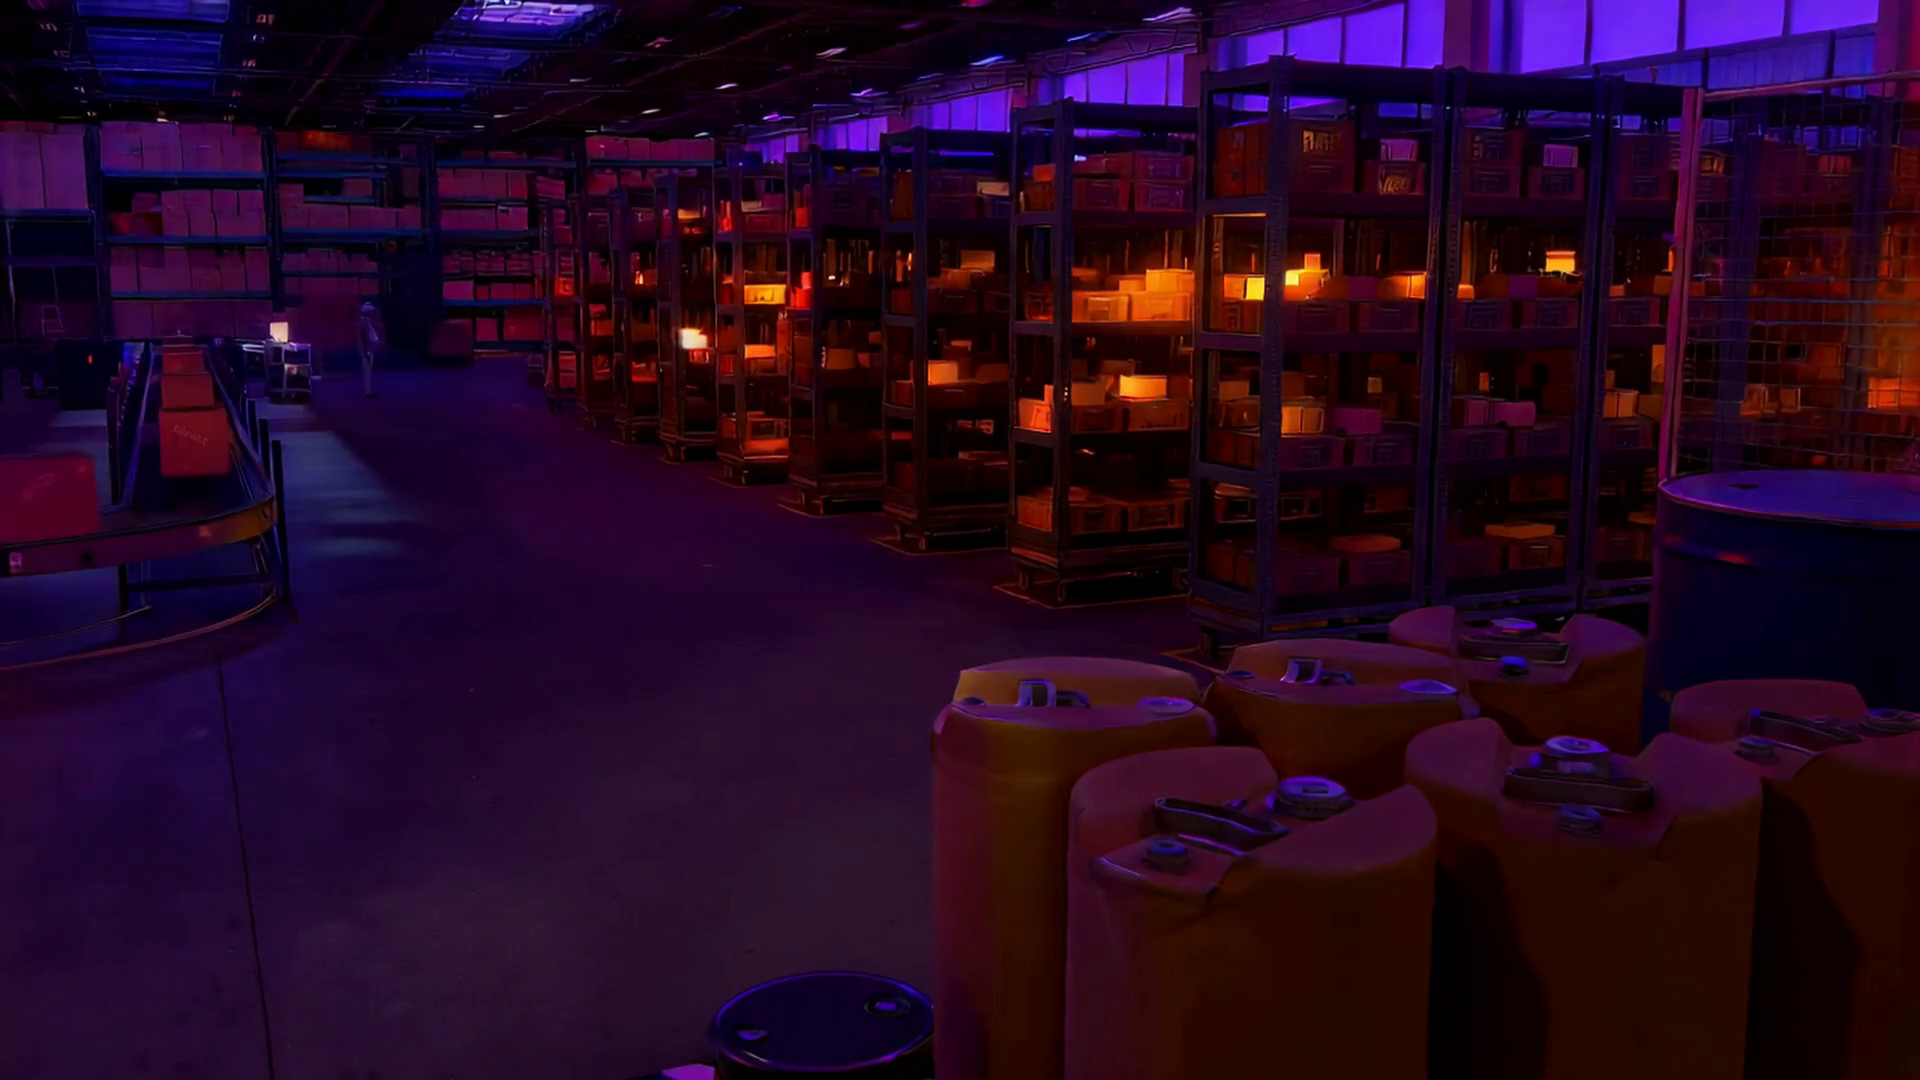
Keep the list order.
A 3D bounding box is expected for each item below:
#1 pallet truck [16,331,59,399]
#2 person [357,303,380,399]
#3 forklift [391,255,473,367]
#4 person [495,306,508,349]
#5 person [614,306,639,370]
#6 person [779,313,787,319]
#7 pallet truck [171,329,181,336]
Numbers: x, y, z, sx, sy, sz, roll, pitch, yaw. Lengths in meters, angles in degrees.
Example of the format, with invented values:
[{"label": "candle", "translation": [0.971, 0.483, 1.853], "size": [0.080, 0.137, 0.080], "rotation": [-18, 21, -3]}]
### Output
[{"label": "pallet truck", "translation": [-17.082, -3.353, 31.781], "size": [1.630, 1.274, 0.653], "rotation": [-4, 10, -25]}, {"label": "person", "translation": [-11.279, -3.605, 31.728], "size": [0.403, 1.822, 0.586], "rotation": [-3, 10, -16]}, {"label": "forklift", "translation": [-13.433, -5.803, 42.093], "size": [1.873, 2.768, 1.129], "rotation": [-4, 10, -25]}, {"label": "person", "translation": [-13.568, -6.417, 48.969], "size": [0.515, 1.886, 0.647], "rotation": [-4, 10, -23]}, {"label": "person", "translation": [-6.856, -4.035, 34.418], "size": [0.580, 1.818, 0.861], "rotation": [3, 10, 17]}, {"label": "person", "translation": [-4.459, -5.458, 43.504], "size": [0.570, 1.733, 0.718], "rotation": [3, 10, 17]}, {"label": "pallet truck", "translation": [-17.275, -3.851, 35.096], "size": [1.601, 1.201, 0.680], "rotation": [0, 9, 1]}]
